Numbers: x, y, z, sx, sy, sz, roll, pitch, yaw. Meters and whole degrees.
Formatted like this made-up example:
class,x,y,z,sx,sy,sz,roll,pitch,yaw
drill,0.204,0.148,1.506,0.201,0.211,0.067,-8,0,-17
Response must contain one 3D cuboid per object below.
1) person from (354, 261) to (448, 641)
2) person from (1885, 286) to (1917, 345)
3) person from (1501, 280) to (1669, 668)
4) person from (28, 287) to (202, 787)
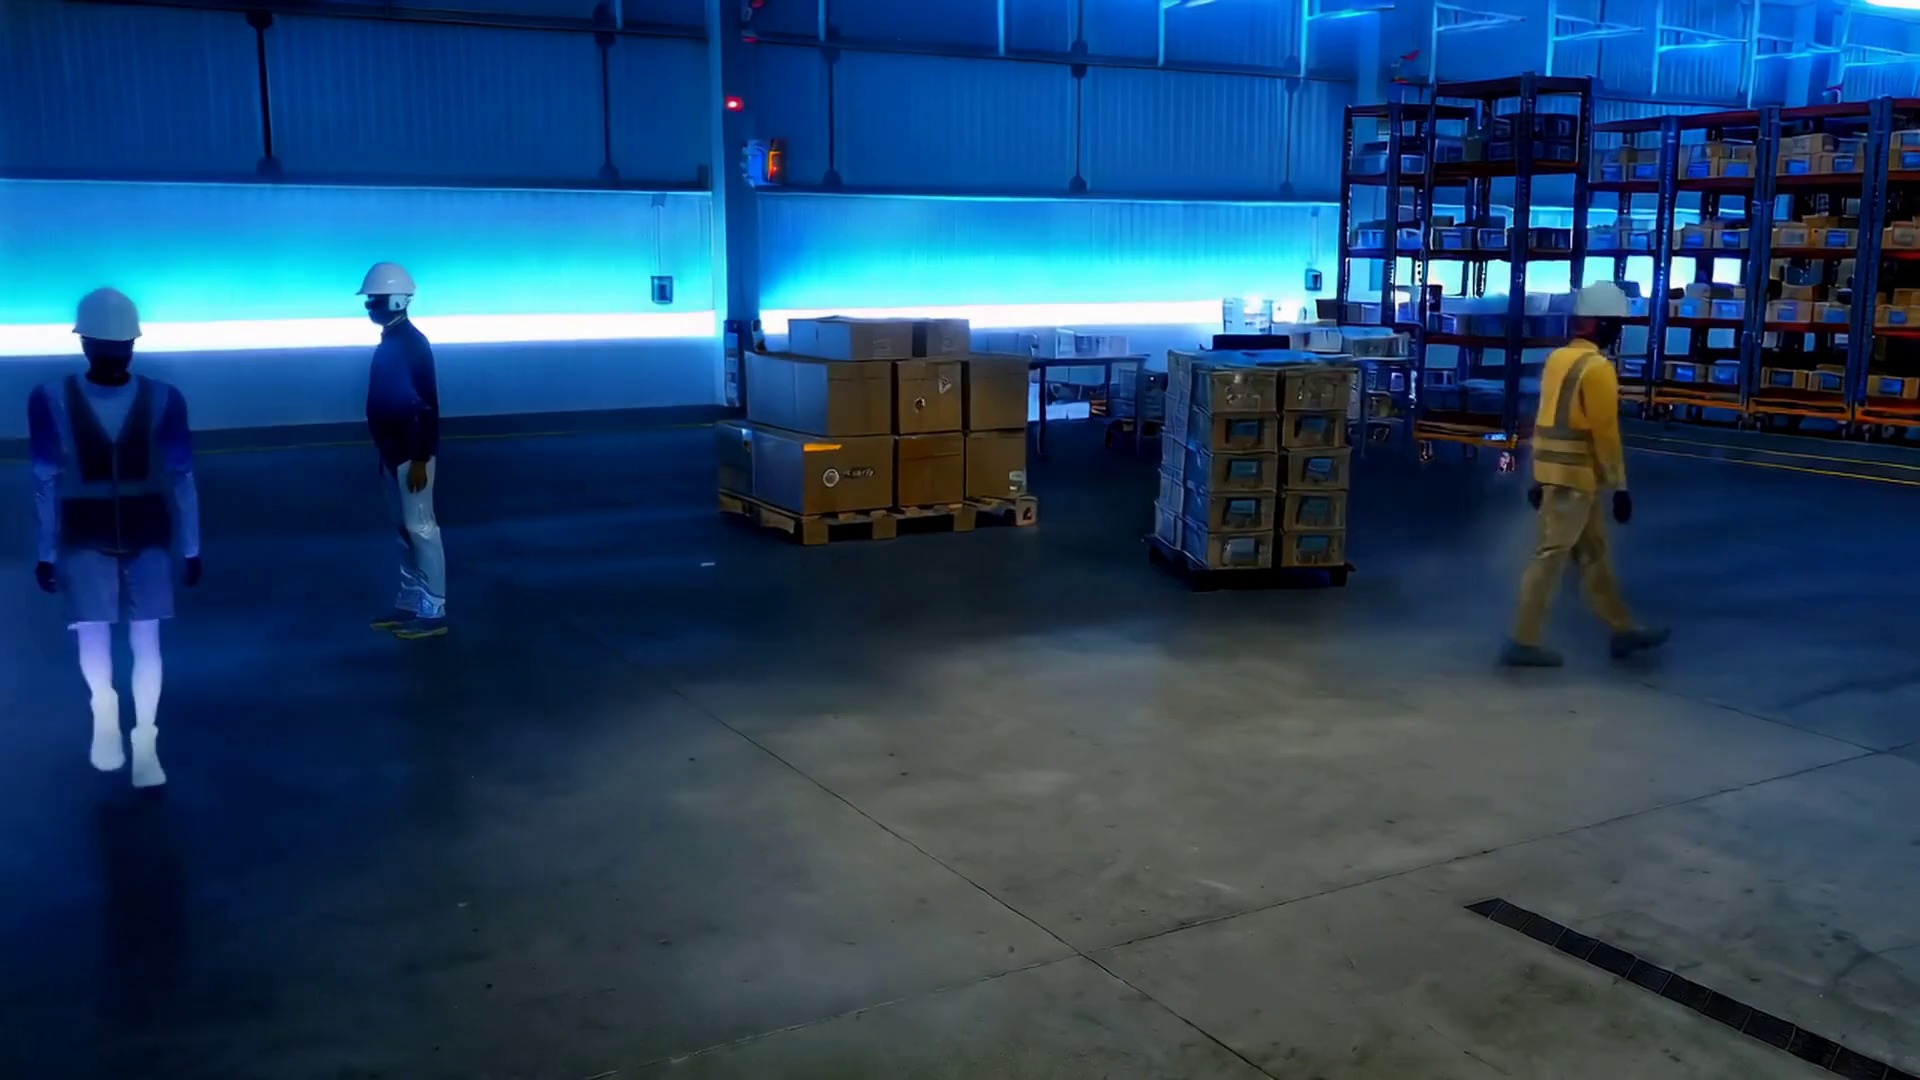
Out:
class,x,y,z,sx,sy,sz,roll,pitch,yaw
person,-2.961,-0.468,8.826,0.387,1.996,0.611,-7,12,-33
person,15.383,-3.629,27.250,0.659,1.816,0.559,-8,13,-39
person,3.128,-0.303,8.148,0.952,1.900,0.641,0,10,1
person,-3.210,0.003,6.360,0.582,1.921,0.404,-6,12,-32
